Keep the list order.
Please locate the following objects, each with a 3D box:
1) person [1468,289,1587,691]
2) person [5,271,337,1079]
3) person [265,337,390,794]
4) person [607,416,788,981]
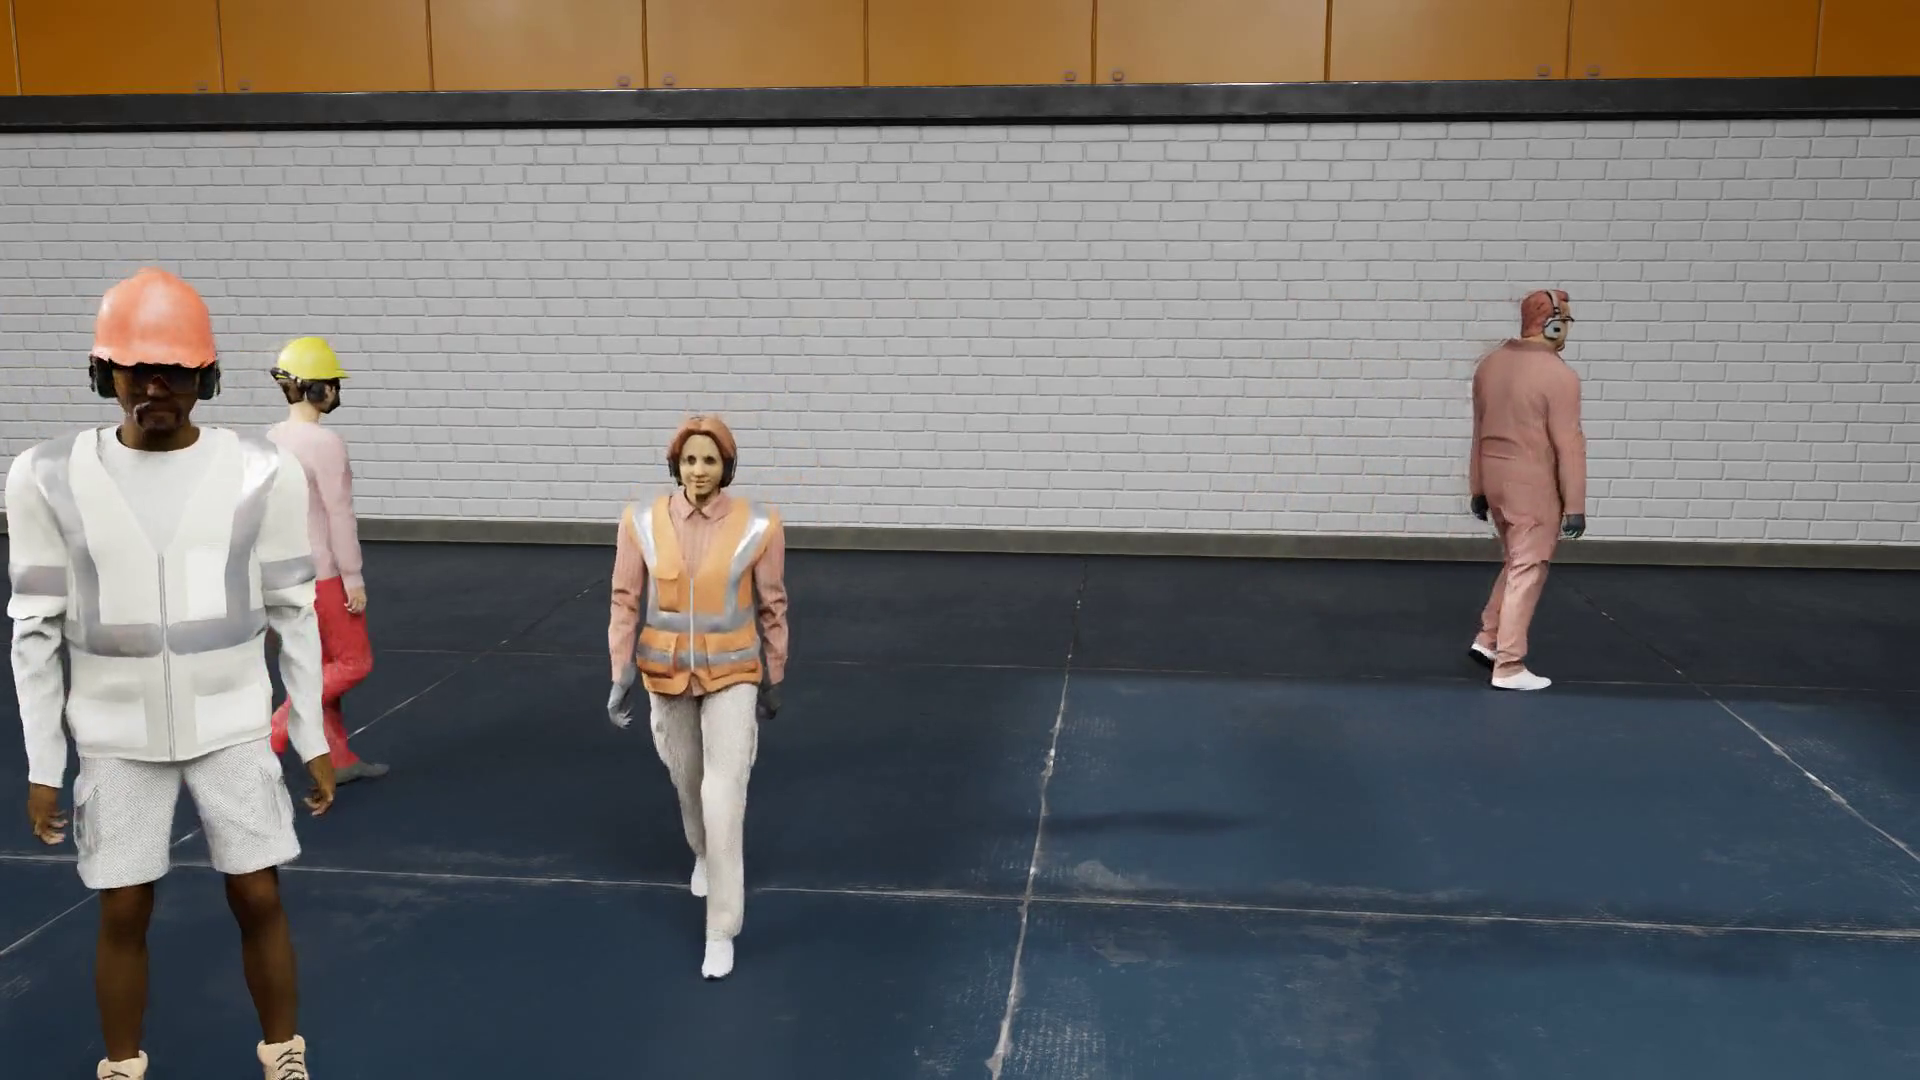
[{"bbox_3d":[2.681,-0.222,7.816,0.443,1.890,0.670,-3,10,-19],"label":"person"},{"bbox_3d":[-1.738,0.431,3.706,0.649,2.026,0.446,-4,11,-24],"label":"person"},{"bbox_3d":[-2.453,0.119,6.239,0.537,1.752,0.559,9,13,42],"label":"person"},{"bbox_3d":[-0.777,0.409,5.042,0.513,1.596,0.858,1,10,4],"label":"person"}]
